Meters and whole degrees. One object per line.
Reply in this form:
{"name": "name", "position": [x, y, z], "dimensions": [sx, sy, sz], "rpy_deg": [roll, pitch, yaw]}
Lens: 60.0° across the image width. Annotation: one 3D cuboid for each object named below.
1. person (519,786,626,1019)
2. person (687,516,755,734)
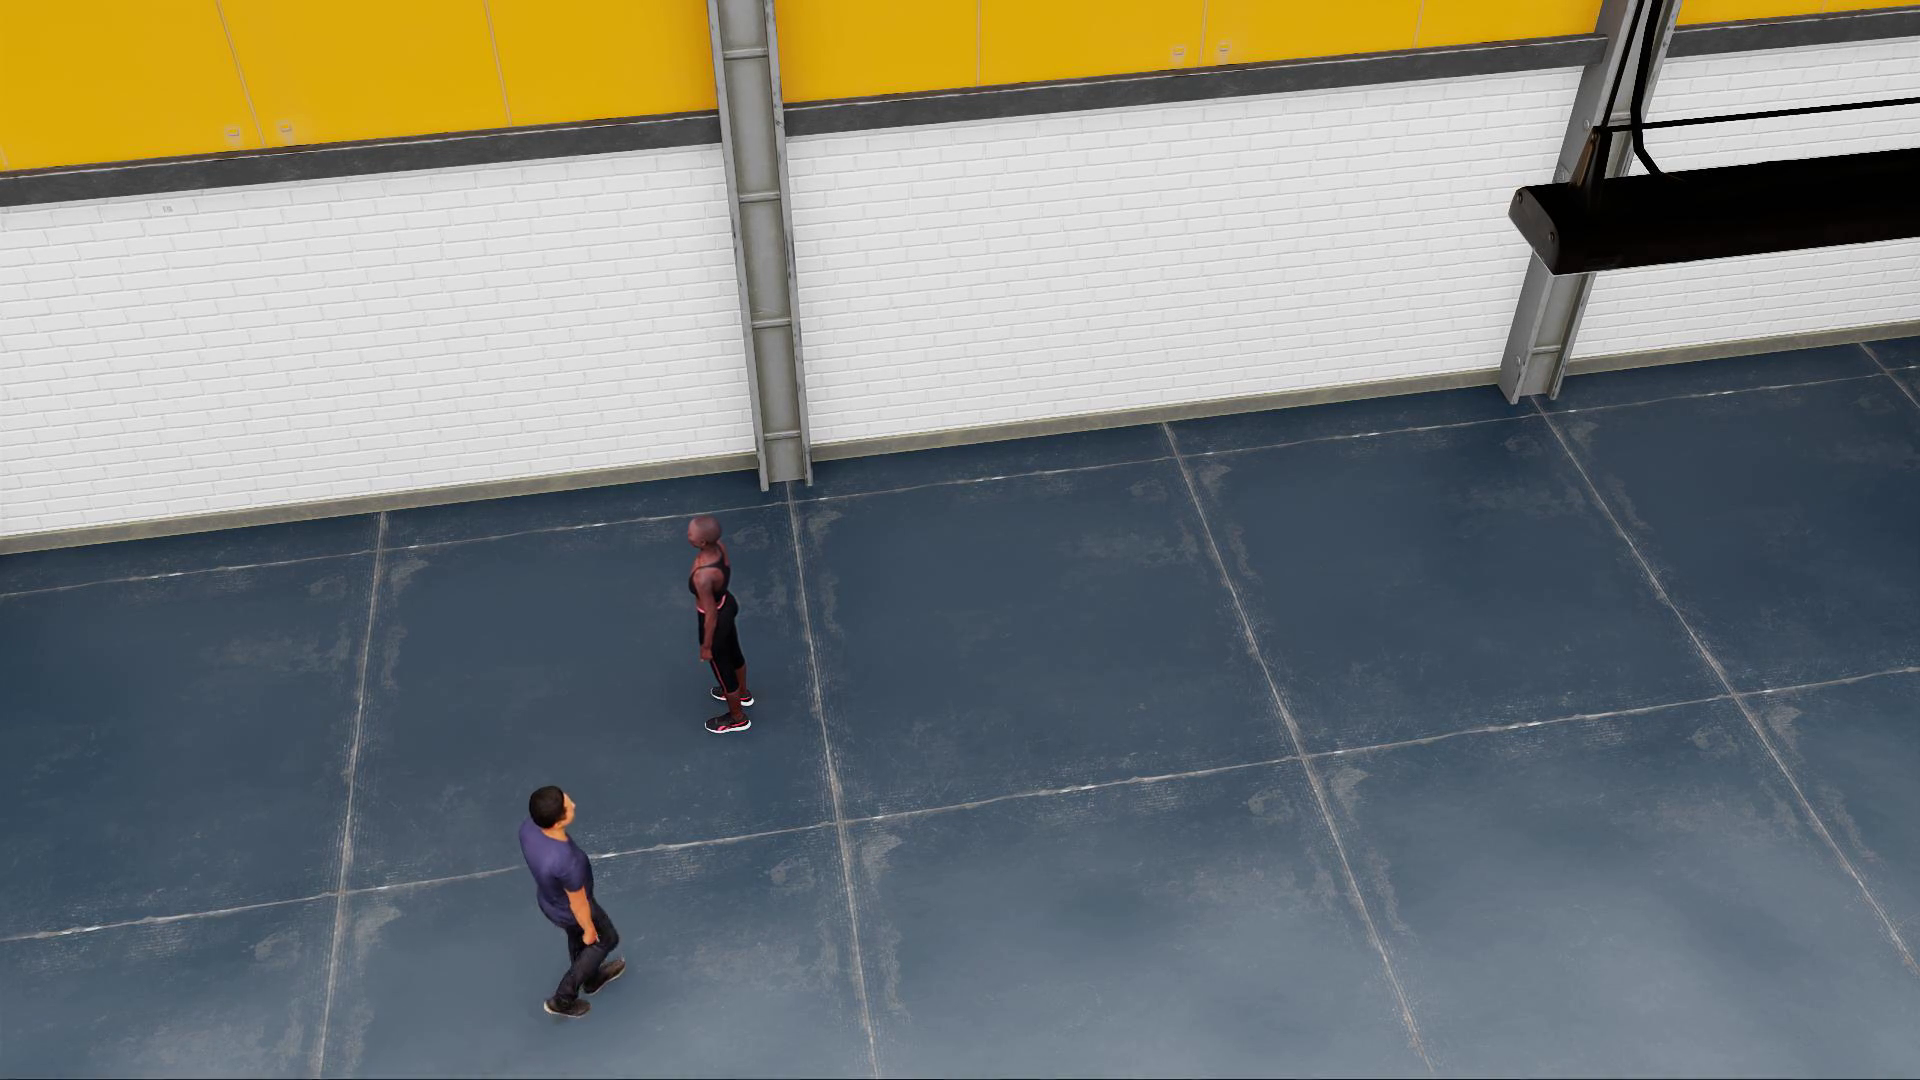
{"name": "person", "position": [-2.149, 1.956, 8.816], "dimensions": [0.910, 1.779, 0.833], "rpy_deg": [-32, 52, -29]}
{"name": "person", "position": [-1.496, 0.512, 10.348], "dimensions": [0.612, 1.758, 0.644], "rpy_deg": [3, 44, 4]}
